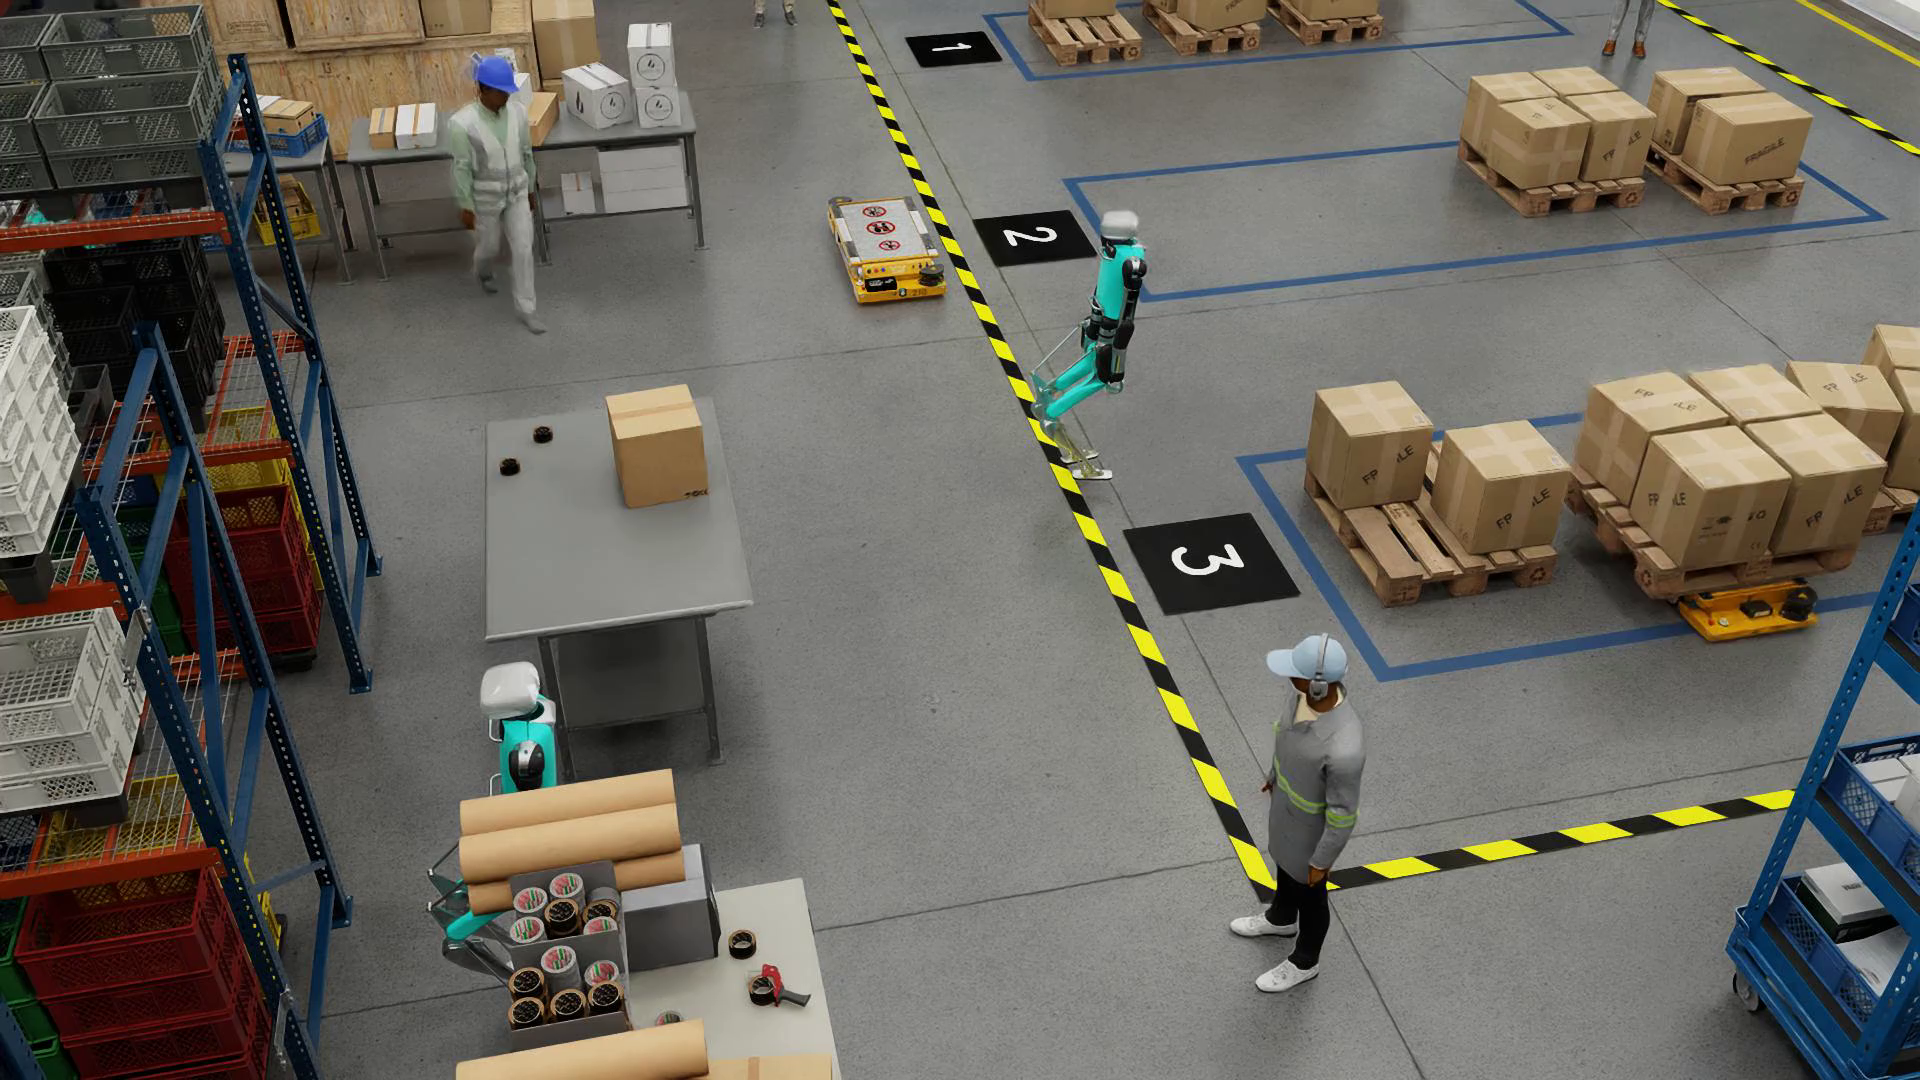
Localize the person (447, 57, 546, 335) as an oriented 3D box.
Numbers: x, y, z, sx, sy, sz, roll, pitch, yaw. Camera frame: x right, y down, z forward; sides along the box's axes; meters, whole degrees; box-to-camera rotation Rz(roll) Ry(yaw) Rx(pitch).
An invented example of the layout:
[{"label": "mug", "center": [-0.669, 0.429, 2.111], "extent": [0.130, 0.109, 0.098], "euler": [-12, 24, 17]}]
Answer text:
[{"label": "person", "center": [-3.203, -2.401, 11.406], "extent": [0.628, 1.910, 0.821], "euler": [-27, 44, -31]}]

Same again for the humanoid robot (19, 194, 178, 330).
[{"label": "humanoid robot", "center": [-5.087, -1.352, 10.173], "extent": [0.799, 1.803, 0.557], "euler": [5, 37, 6]}]

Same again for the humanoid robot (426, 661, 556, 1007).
[{"label": "humanoid robot", "center": [-1.880, 1.213, 6.580], "extent": [0.735, 1.677, 0.533], "euler": [-8, 37, -10]}]

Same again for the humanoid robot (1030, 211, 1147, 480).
[{"label": "humanoid robot", "center": [0.681, -1.108, 9.701], "extent": [0.735, 1.677, 0.533], "euler": [-7, 37, -10]}]

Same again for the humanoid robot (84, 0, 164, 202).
[{"label": "humanoid robot", "center": [-6.486, -3.401, 12.970], "extent": [0.505, 1.653, 0.617], "euler": [23, 42, 28]}]

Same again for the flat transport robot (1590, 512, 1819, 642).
[{"label": "flat transport robot", "center": [4.183, 0.026, 9.496], "extent": [0.652, 0.197, 1.431], "euler": [-8, 37, -10]}]

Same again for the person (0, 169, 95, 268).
[{"label": "person", "center": [-5.844, -1.874, 10.720], "extent": [0.573, 1.884, 0.361], "euler": [-10, 38, -13]}]

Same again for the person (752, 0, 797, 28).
[{"label": "person", "center": [-1.856, -5.925, 16.258], "extent": [0.572, 1.768, 0.399], "euler": [-8, 37, -11]}]

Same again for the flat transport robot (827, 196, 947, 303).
[{"label": "flat transport robot", "center": [-0.570, -2.220, 12.538], "extent": [0.659, 0.231, 1.431], "euler": [-8, 37, -10]}]

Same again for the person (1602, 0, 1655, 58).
[{"label": "person", "center": [6.436, -5.452, 15.529], "extent": [0.589, 1.880, 0.380], "euler": [9, 38, 11]}]

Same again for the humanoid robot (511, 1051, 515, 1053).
[{"label": "humanoid robot", "center": [-1.237, 2.105, 5.548], "extent": [0.601, 1.640, 0.531], "euler": [9, 38, 12]}]

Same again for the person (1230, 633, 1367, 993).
[{"label": "person", "center": [1.367, 1.106, 6.742], "extent": [0.393, 1.849, 0.593], "euler": [-6, 37, -8]}]
